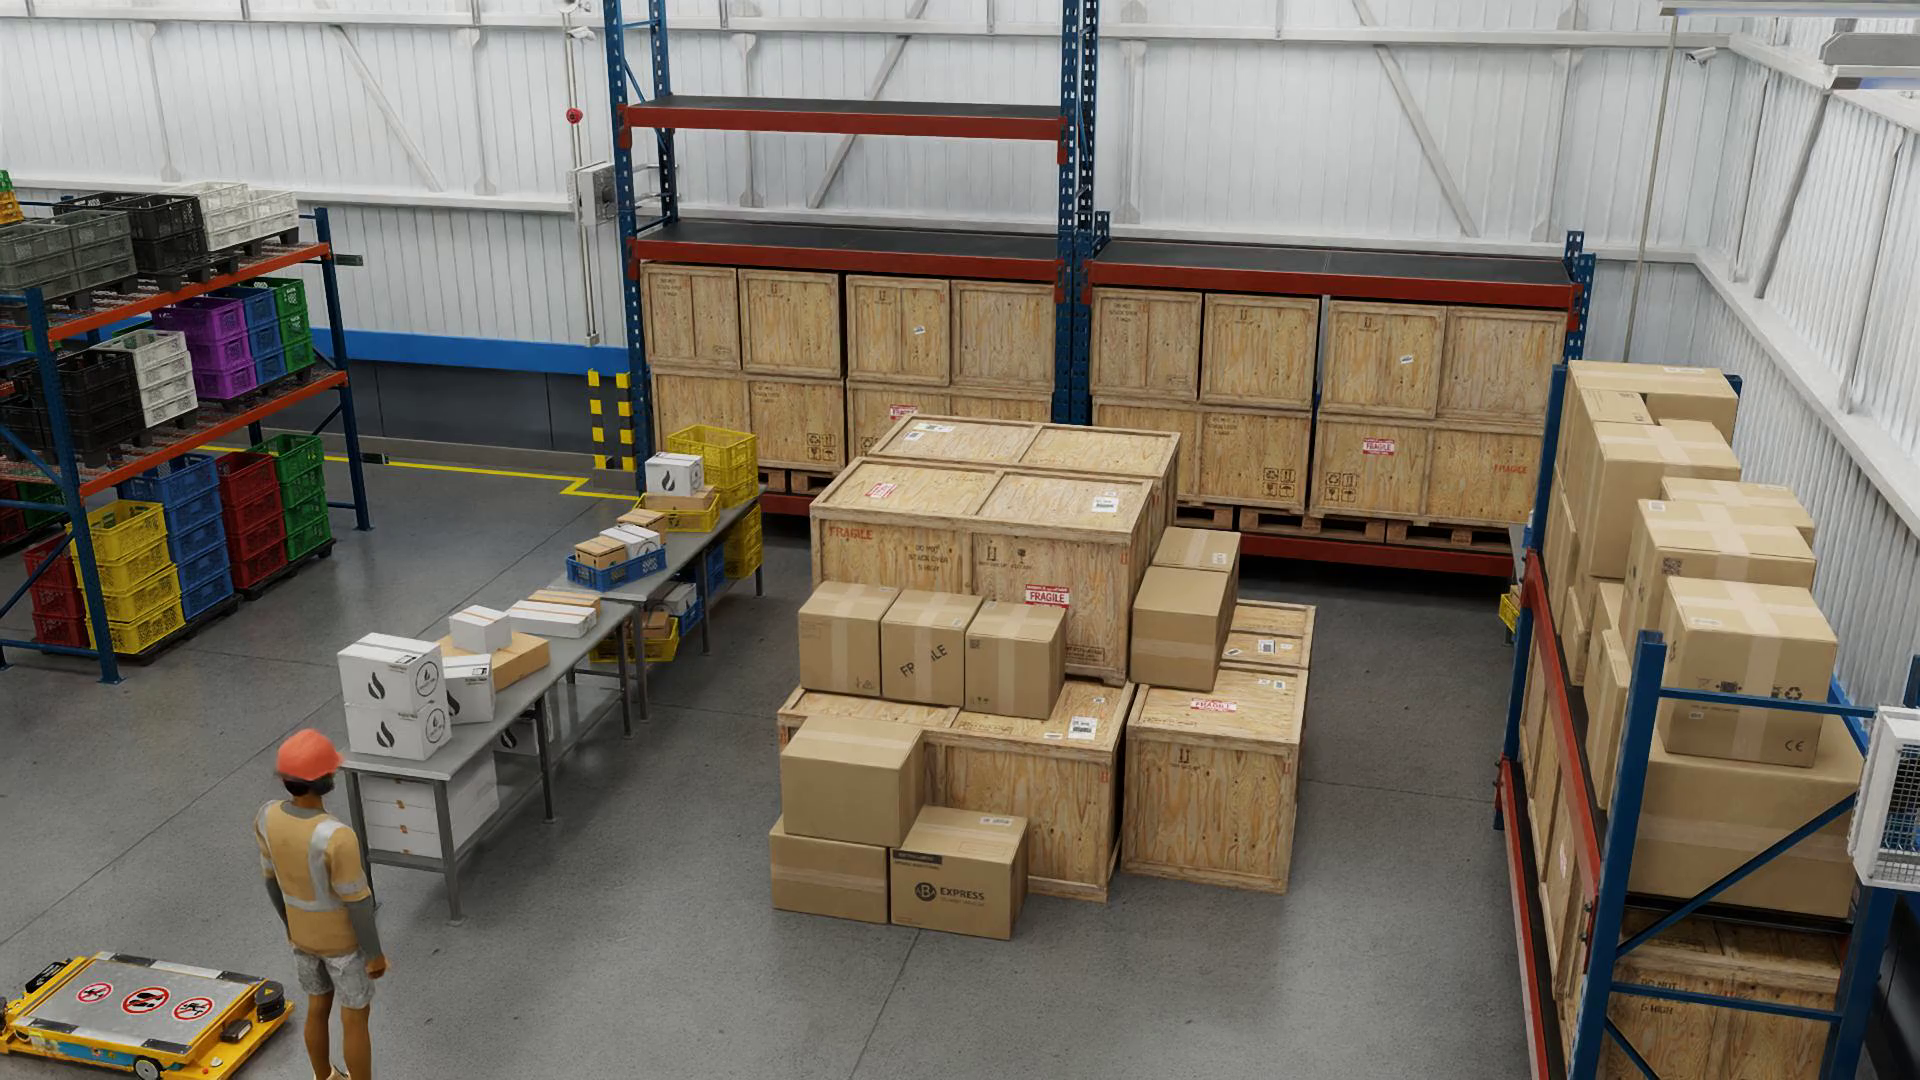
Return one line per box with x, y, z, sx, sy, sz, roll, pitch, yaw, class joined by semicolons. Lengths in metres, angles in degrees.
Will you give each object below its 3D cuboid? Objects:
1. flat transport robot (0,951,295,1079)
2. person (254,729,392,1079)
-4.270;2.464;8.601;1.431;0.231;0.659;5;22;13;flat transport robot
-2.937;1.821;7.802;0.613;2.040;0.375;11;23;26;person
